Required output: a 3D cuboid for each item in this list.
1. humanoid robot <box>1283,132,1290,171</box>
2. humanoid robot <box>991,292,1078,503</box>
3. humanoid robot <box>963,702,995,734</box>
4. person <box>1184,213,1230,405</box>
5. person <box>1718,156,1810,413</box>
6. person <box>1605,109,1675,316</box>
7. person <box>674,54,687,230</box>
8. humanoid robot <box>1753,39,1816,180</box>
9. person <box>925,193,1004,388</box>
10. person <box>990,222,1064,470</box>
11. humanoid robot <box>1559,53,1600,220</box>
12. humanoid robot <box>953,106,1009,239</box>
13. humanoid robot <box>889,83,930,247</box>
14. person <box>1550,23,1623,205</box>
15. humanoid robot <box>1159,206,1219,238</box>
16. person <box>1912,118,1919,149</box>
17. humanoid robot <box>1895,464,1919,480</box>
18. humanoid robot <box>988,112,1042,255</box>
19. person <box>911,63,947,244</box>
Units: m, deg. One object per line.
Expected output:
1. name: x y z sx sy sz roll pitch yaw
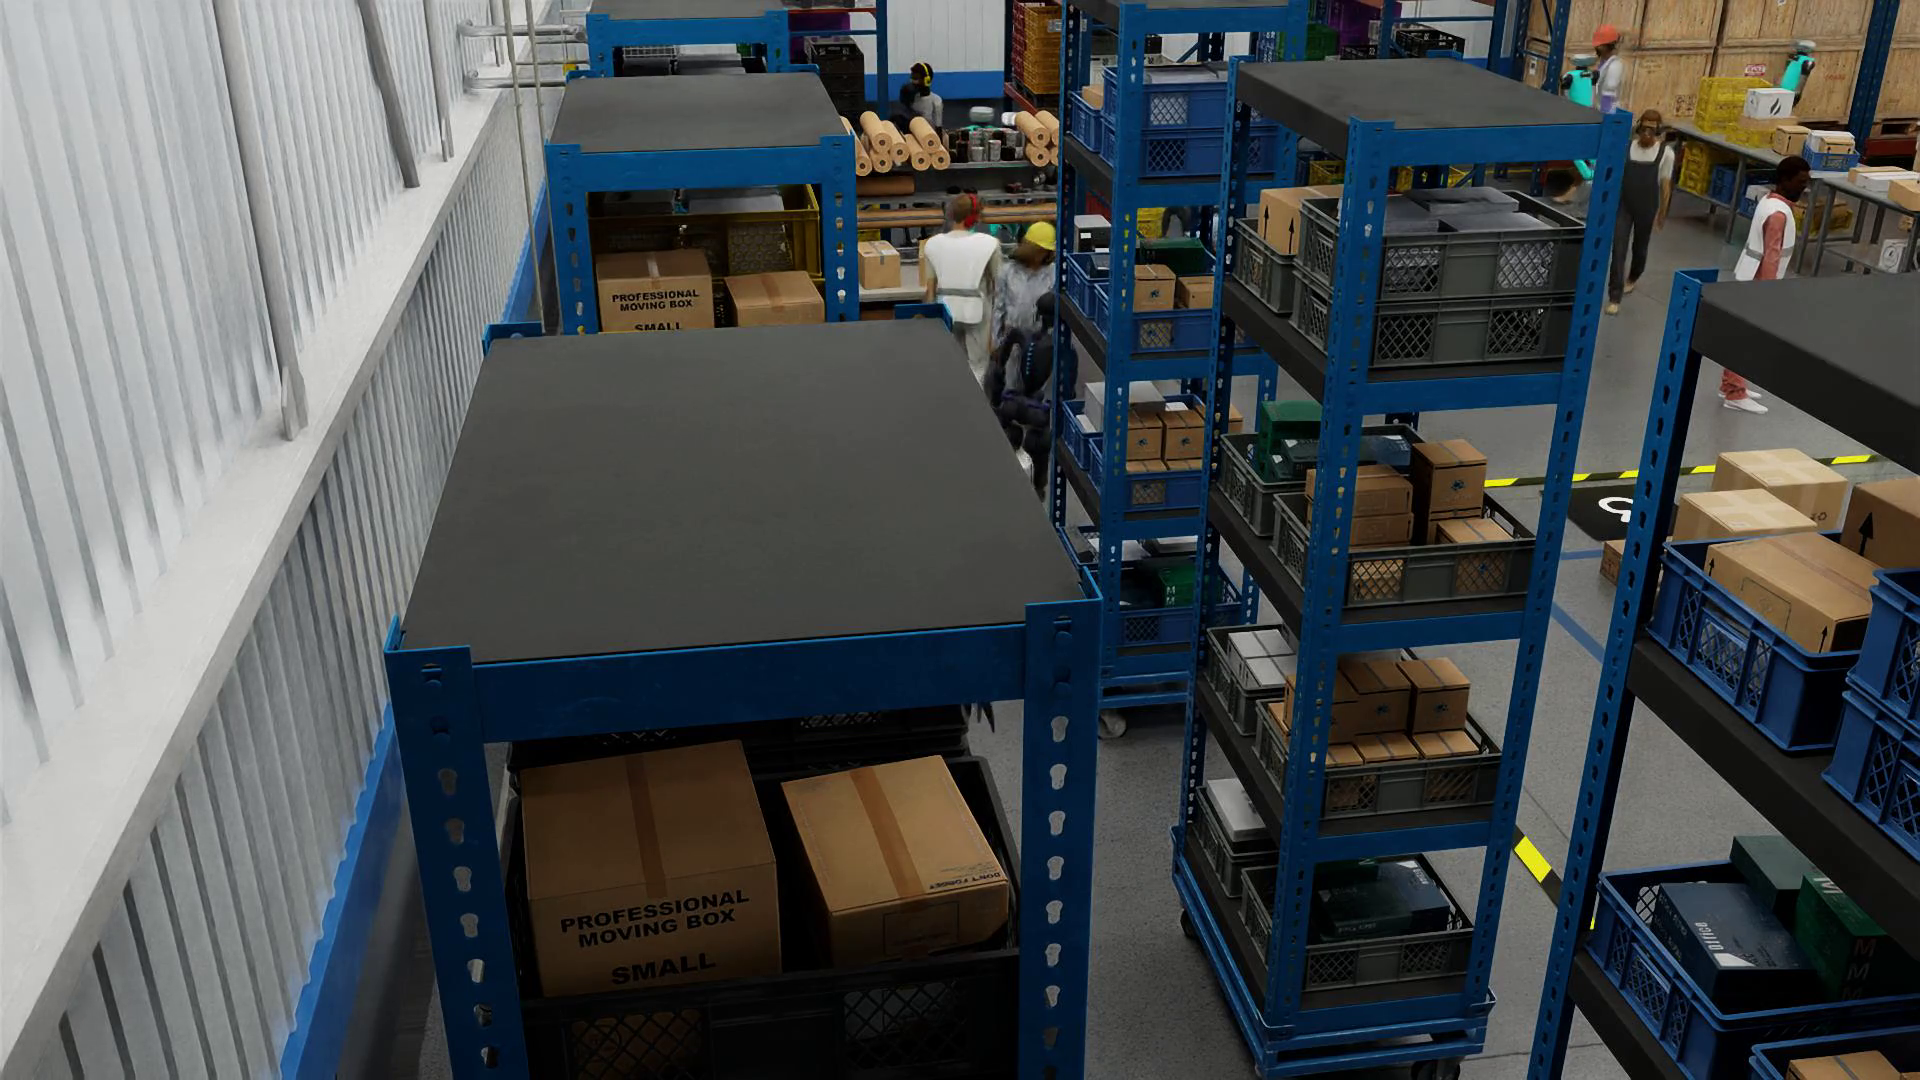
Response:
1. humanoid robot: 3.506 -4.481 18.372 0.629 1.639 0.603 -6 25 -12
2. humanoid robot: 0.390 -0.709 10.210 0.650 1.637 0.641 14 28 28
3. humanoid robot: -0.147 0.642 7.290 0.596 1.622 0.836 -5 25 -10
4. person: 1.643 -1.278 11.182 0.371 1.853 0.589 -5 25 -11
5. person: 6.036 -1.930 12.526 0.393 1.914 0.587 8 26 17
6. person: 6.073 -2.978 14.932 0.522 1.816 0.814 12 27 24
7. person: -2.851 -4.138 17.399 0.503 1.859 0.344 16 29 32
8. humanoid robot: 9.168 -4.778 18.975 0.801 1.802 0.530 2 25 5
9. person: 0.036 -1.632 12.028 0.553 1.775 0.912 10 26 20
10. person: 0.460 -1.373 11.556 0.506 1.698 0.625 4 25 9
11. humanoid robot: 6.705 -4.263 17.741 0.541 1.733 0.702 -14 28 -28
12. humanoid robot: 0.211 -2.944 14.949 0.544 1.774 0.787 -2 25 -4
13. humanoid robot: -0.527 -3.771 16.815 0.585 1.652 0.326 -12 27 -25
14. person: 7.167 -4.661 18.370 0.868 2.012 0.642 1 25 2
15. humanoid robot: 1.816 -2.111 13.209 0.590 1.633 0.434 6 25 12
16. person: 10.719 -4.588 18.274 0.360 1.939 0.542 -3 25 -6
17. humanoid robot: 6.431 -1.143 10.866 0.735 1.678 0.533 -11 27 -22
18. humanoid robot: 0.560 -3.063 15.039 0.533 1.677 0.735 10 27 21
19. person: -0.329 -3.879 16.837 0.336 1.858 0.507 -15 29 -29
